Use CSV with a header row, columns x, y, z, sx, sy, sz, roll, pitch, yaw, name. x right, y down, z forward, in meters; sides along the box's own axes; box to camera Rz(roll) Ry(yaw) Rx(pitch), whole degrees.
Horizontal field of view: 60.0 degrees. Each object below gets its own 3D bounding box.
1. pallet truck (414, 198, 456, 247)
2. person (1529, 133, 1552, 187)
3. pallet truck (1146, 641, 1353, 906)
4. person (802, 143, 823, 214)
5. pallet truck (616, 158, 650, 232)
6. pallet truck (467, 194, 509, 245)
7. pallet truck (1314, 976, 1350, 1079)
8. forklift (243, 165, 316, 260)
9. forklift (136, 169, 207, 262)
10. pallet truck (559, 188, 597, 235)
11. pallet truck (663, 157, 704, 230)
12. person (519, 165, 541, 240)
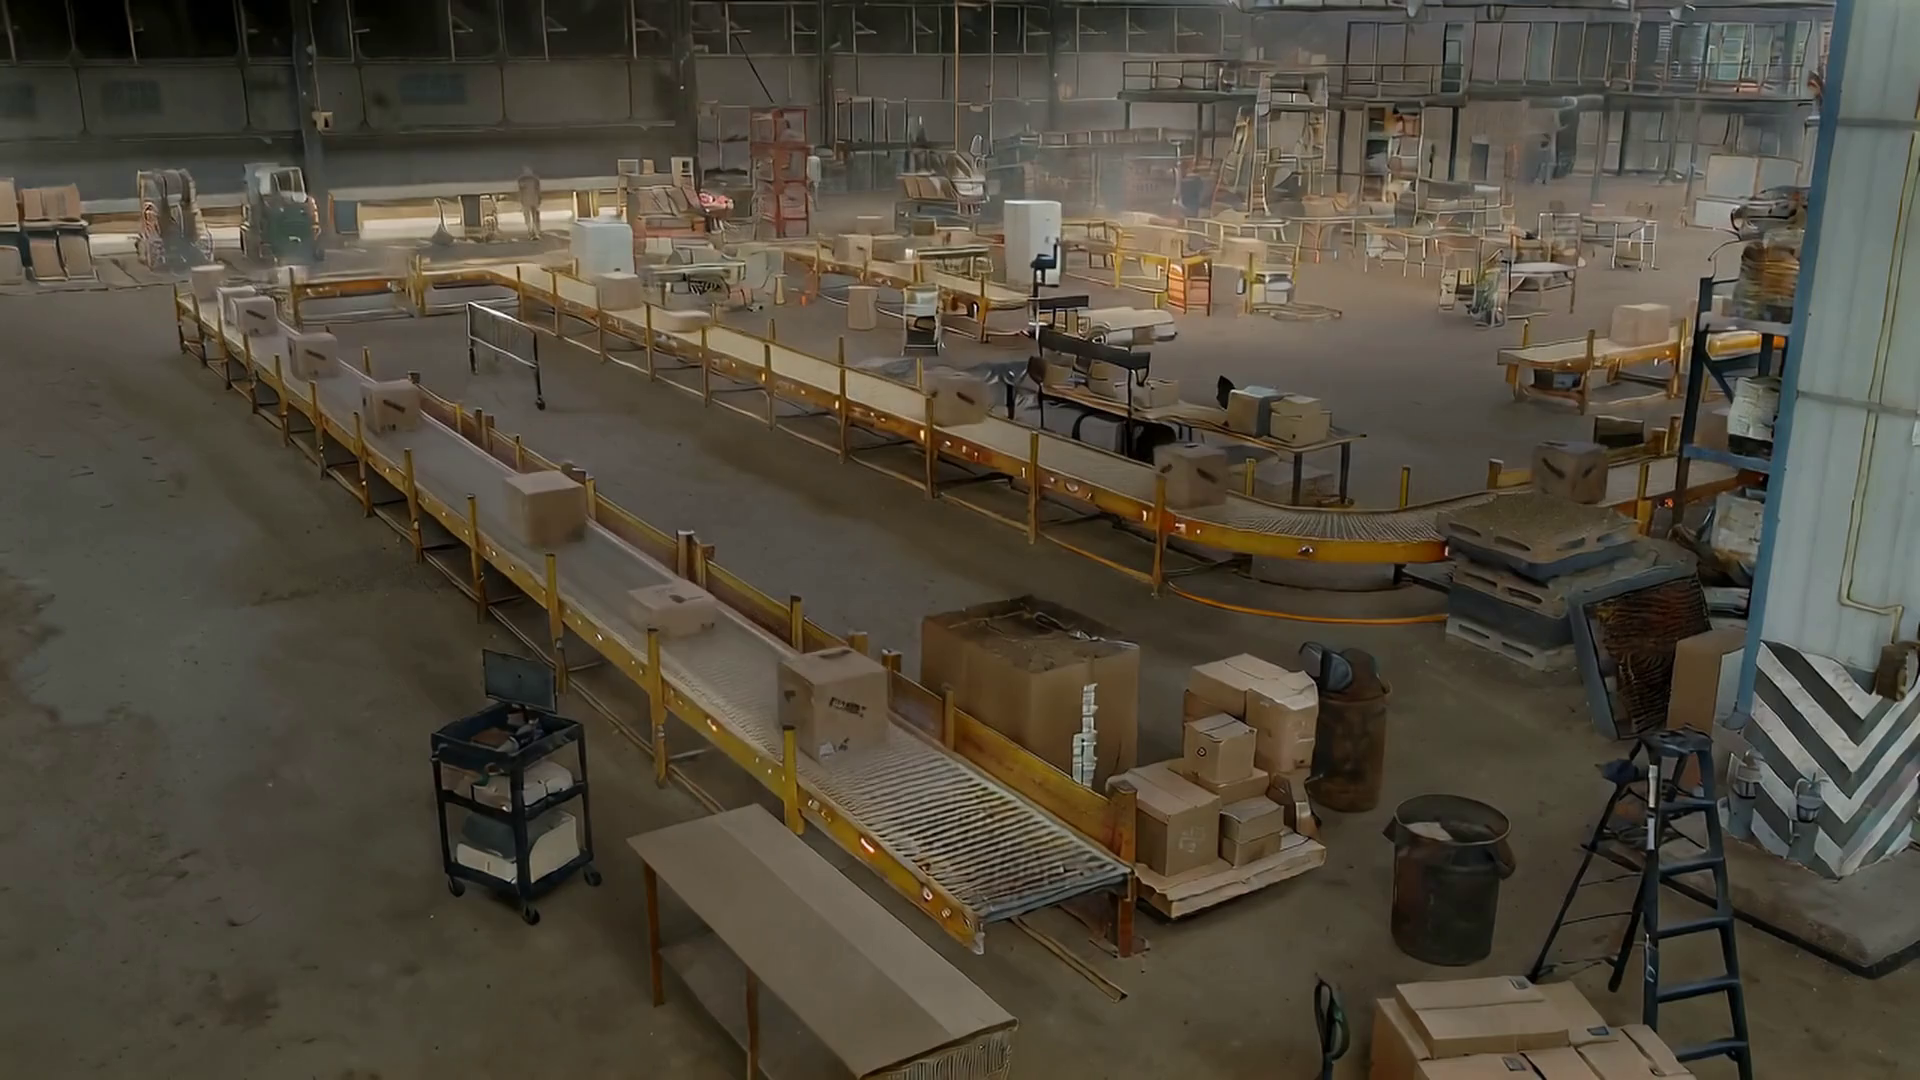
x,y,z,sx,sy,sz,roll,pitch,yaw,name
-13.250,-8.060,41.856,0.680,1.201,1.601,-10,20,-31,pallet truck
20.284,-13.212,57.941,0.784,1.861,0.593,-8,19,-26,person
1.664,1.407,10.232,1.630,1.274,0.653,-10,20,-31,pallet truck
-4.360,-10.678,49.174,0.615,2.041,0.392,-4,17,-14,person
-8.918,-9.176,44.255,0.823,1.965,1.885,-9,19,-27,pallet truck
-11.983,-8.177,42.137,0.704,1.261,1.522,-11,20,-33,pallet truck
2.299,2.390,7.086,1.601,1.201,0.680,-2,17,-7,pallet truck
-15.898,-7.669,38.708,1.157,1.987,2.680,-11,20,-33,forklift
-17.842,-7.318,37.559,1.157,1.987,2.680,-10,20,-31,forklift
-10.010,-8.652,43.699,0.653,1.274,1.630,-10,20,-31,pallet truck
-7.586,-9.308,44.692,0.823,1.965,1.885,-11,20,-33,pallet truck
-11.069,-8.674,42.741,0.402,1.906,0.652,12,20,34,person
